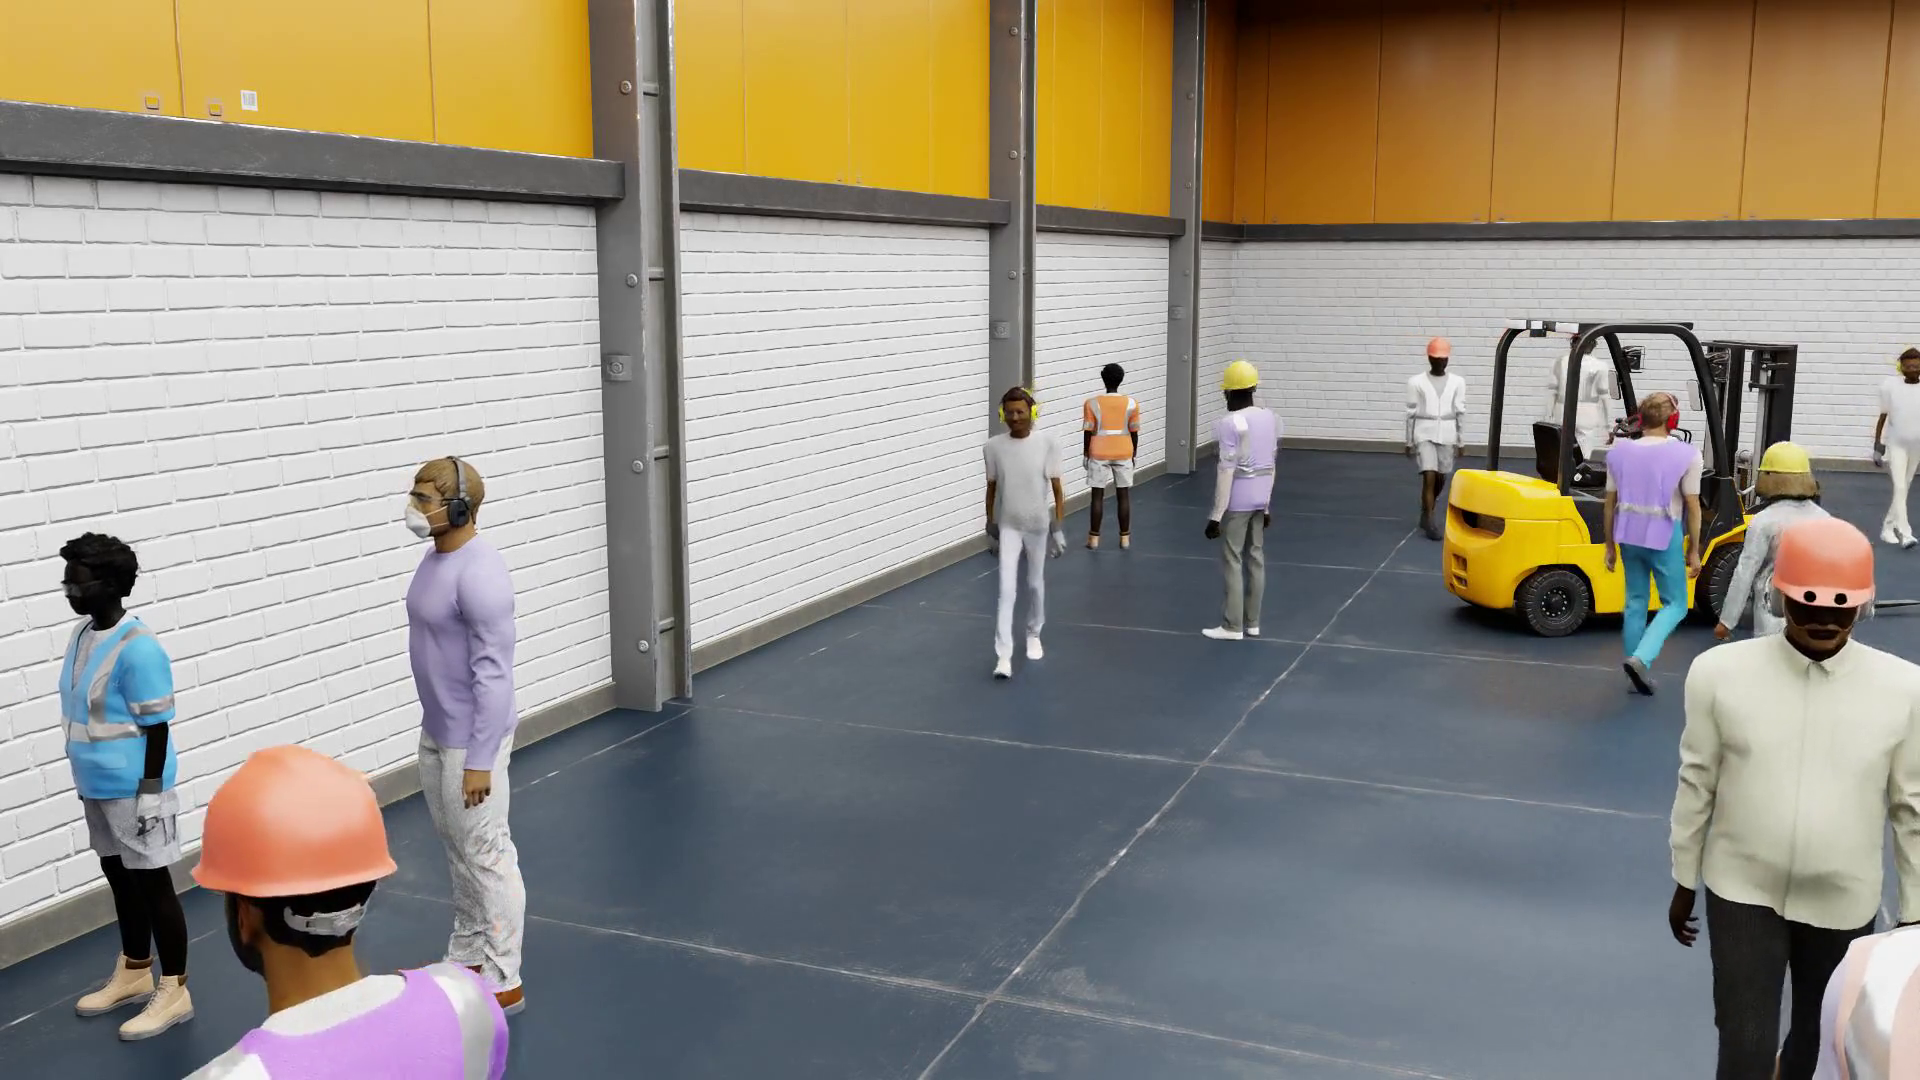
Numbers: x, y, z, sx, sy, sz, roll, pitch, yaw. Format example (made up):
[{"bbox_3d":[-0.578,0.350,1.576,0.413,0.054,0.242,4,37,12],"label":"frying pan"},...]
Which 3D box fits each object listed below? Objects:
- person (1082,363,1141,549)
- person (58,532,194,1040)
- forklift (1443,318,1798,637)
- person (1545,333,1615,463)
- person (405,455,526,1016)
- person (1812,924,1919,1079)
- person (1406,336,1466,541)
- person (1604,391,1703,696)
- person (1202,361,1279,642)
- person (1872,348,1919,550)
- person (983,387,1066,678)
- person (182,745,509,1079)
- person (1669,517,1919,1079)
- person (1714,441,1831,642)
[{"bbox_3d":[1.368,-0.753,15.081,0.537,1.690,0.320,-1,9,-6],"label":"person"},{"bbox_3d":[-2.810,0.811,5.565,0.542,1.696,0.316,8,12,39],"label":"person"},{"bbox_3d":[4.706,-0.497,11.990,2.313,2.155,1.214,-2,10,-10],"label":"forklift"},{"bbox_3d":[6.235,-1.168,16.616,0.649,2.003,0.851,9,13,43],"label":"person"},{"bbox_3d":[-1.696,0.677,5.652,0.372,1.940,0.631,-6,11,-34],"label":"person"},{"bbox_3d":[1.506,1.256,2.434,0.620,1.845,0.430,9,13,43],"label":"person"},{"bbox_3d":[4.510,-0.987,15.835,0.550,1.913,0.866,0,9,2],"label":"person"},{"bbox_3d":[4.072,0.038,9.824,0.502,1.834,0.583,-8,13,-41],"label":"person"},{"bbox_3d":[1.932,-0.257,11.390,0.647,1.913,0.371,-9,13,-42],"label":"person"},{"bbox_3d":[8.591,-0.815,15.062,0.482,1.809,0.962,2,10,12],"label":"person"},{"bbox_3d":[0.408,-0.067,10.548,0.535,1.817,0.996,1,9,5],"label":"person"},{"bbox_3d":[-0.880,1.229,2.356,0.391,1.917,0.550,7,12,38],"label":"person"},{"bbox_3d":[2.198,0.882,4.383,0.618,1.959,0.897,4,10,21],"label":"person"},{"bbox_3d":[3.933,0.373,8.152,0.506,1.709,0.810,-4,10,-23],"label":"person"}]
